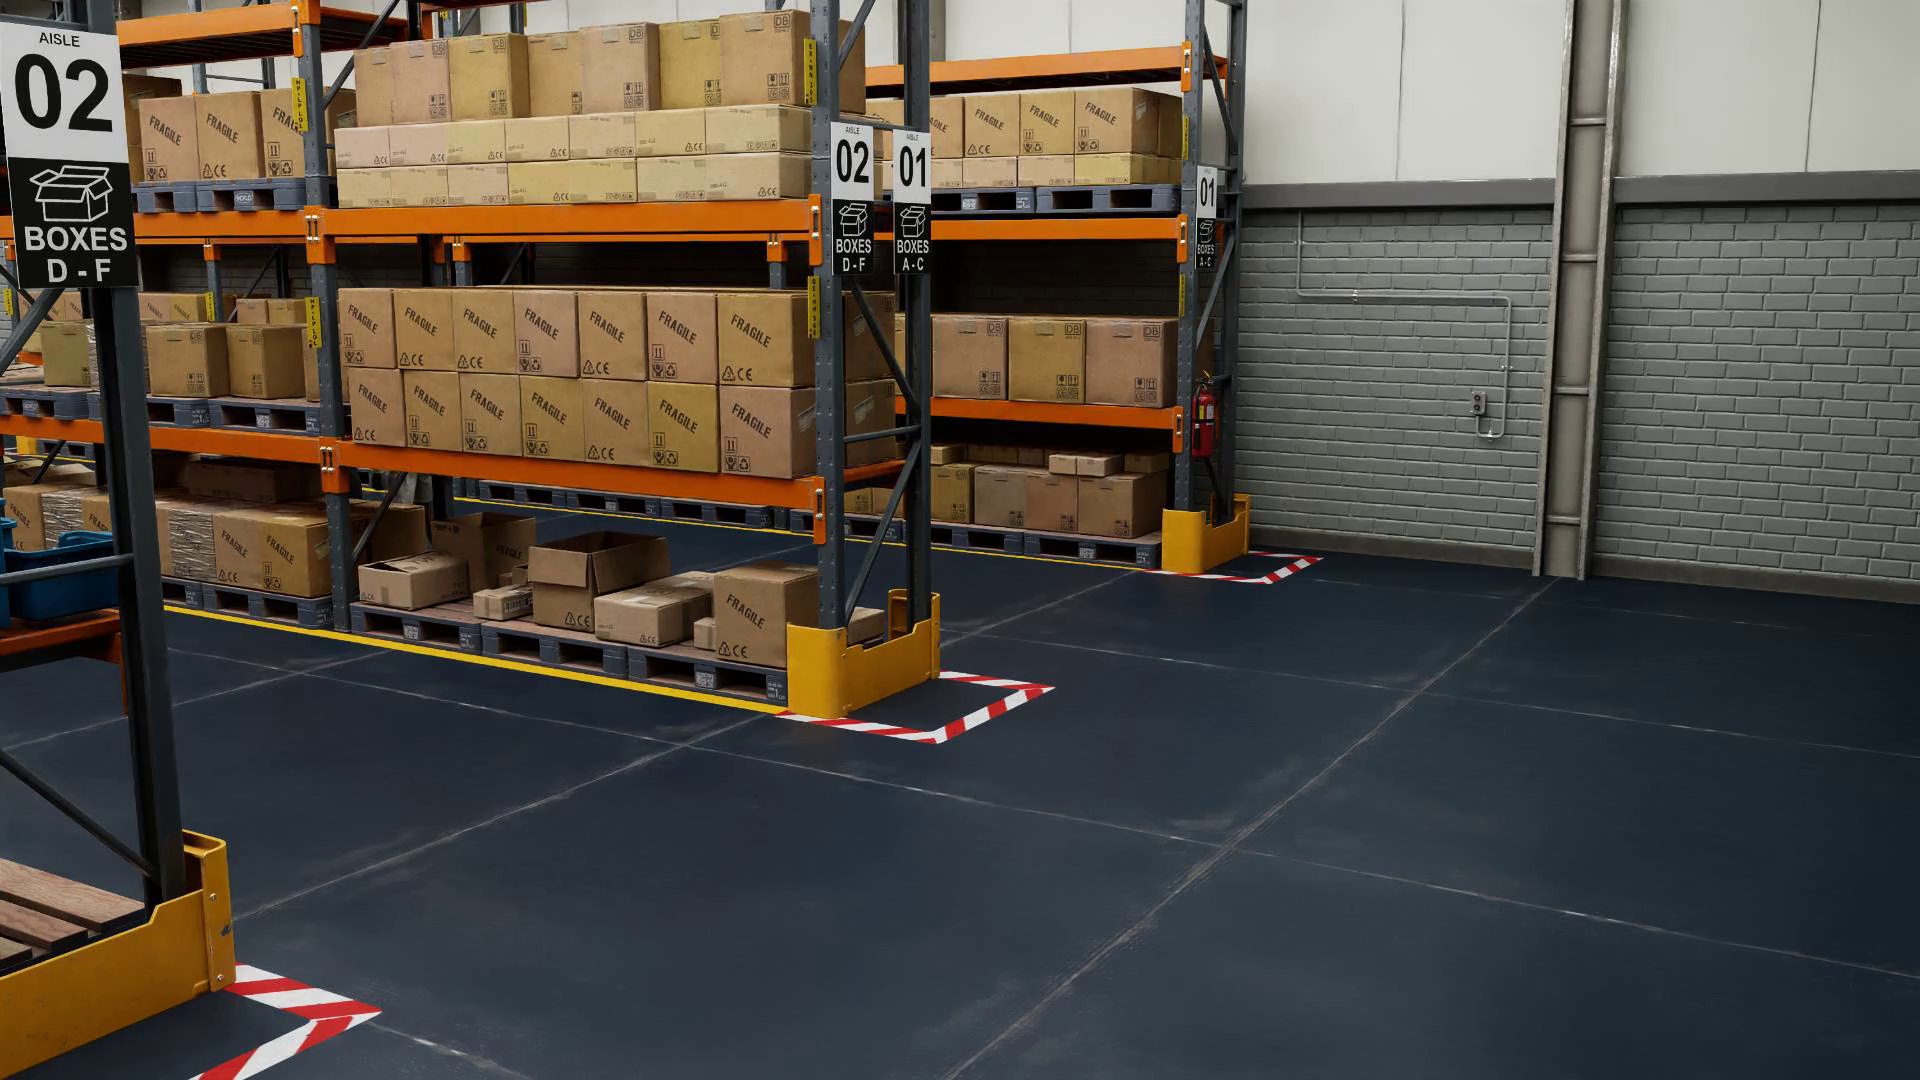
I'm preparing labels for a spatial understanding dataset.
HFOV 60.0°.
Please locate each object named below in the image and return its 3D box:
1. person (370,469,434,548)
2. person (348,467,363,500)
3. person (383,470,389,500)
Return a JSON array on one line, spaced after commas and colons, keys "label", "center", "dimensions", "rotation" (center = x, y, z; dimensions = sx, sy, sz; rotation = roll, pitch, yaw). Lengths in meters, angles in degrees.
[{"label": "person", "center": [-4.210, -0.607, 12.583], "dimensions": [0.515, 2.015, 0.643], "rotation": [5, 11, 26]}, {"label": "person", "center": [-5.684, -0.985, 15.063], "dimensions": [0.398, 1.920, 0.590], "rotation": [7, 12, 36]}, {"label": "person", "center": [-5.640, -1.130, 16.162], "dimensions": [0.849, 1.829, 0.548], "rotation": [8, 13, 40]}]
